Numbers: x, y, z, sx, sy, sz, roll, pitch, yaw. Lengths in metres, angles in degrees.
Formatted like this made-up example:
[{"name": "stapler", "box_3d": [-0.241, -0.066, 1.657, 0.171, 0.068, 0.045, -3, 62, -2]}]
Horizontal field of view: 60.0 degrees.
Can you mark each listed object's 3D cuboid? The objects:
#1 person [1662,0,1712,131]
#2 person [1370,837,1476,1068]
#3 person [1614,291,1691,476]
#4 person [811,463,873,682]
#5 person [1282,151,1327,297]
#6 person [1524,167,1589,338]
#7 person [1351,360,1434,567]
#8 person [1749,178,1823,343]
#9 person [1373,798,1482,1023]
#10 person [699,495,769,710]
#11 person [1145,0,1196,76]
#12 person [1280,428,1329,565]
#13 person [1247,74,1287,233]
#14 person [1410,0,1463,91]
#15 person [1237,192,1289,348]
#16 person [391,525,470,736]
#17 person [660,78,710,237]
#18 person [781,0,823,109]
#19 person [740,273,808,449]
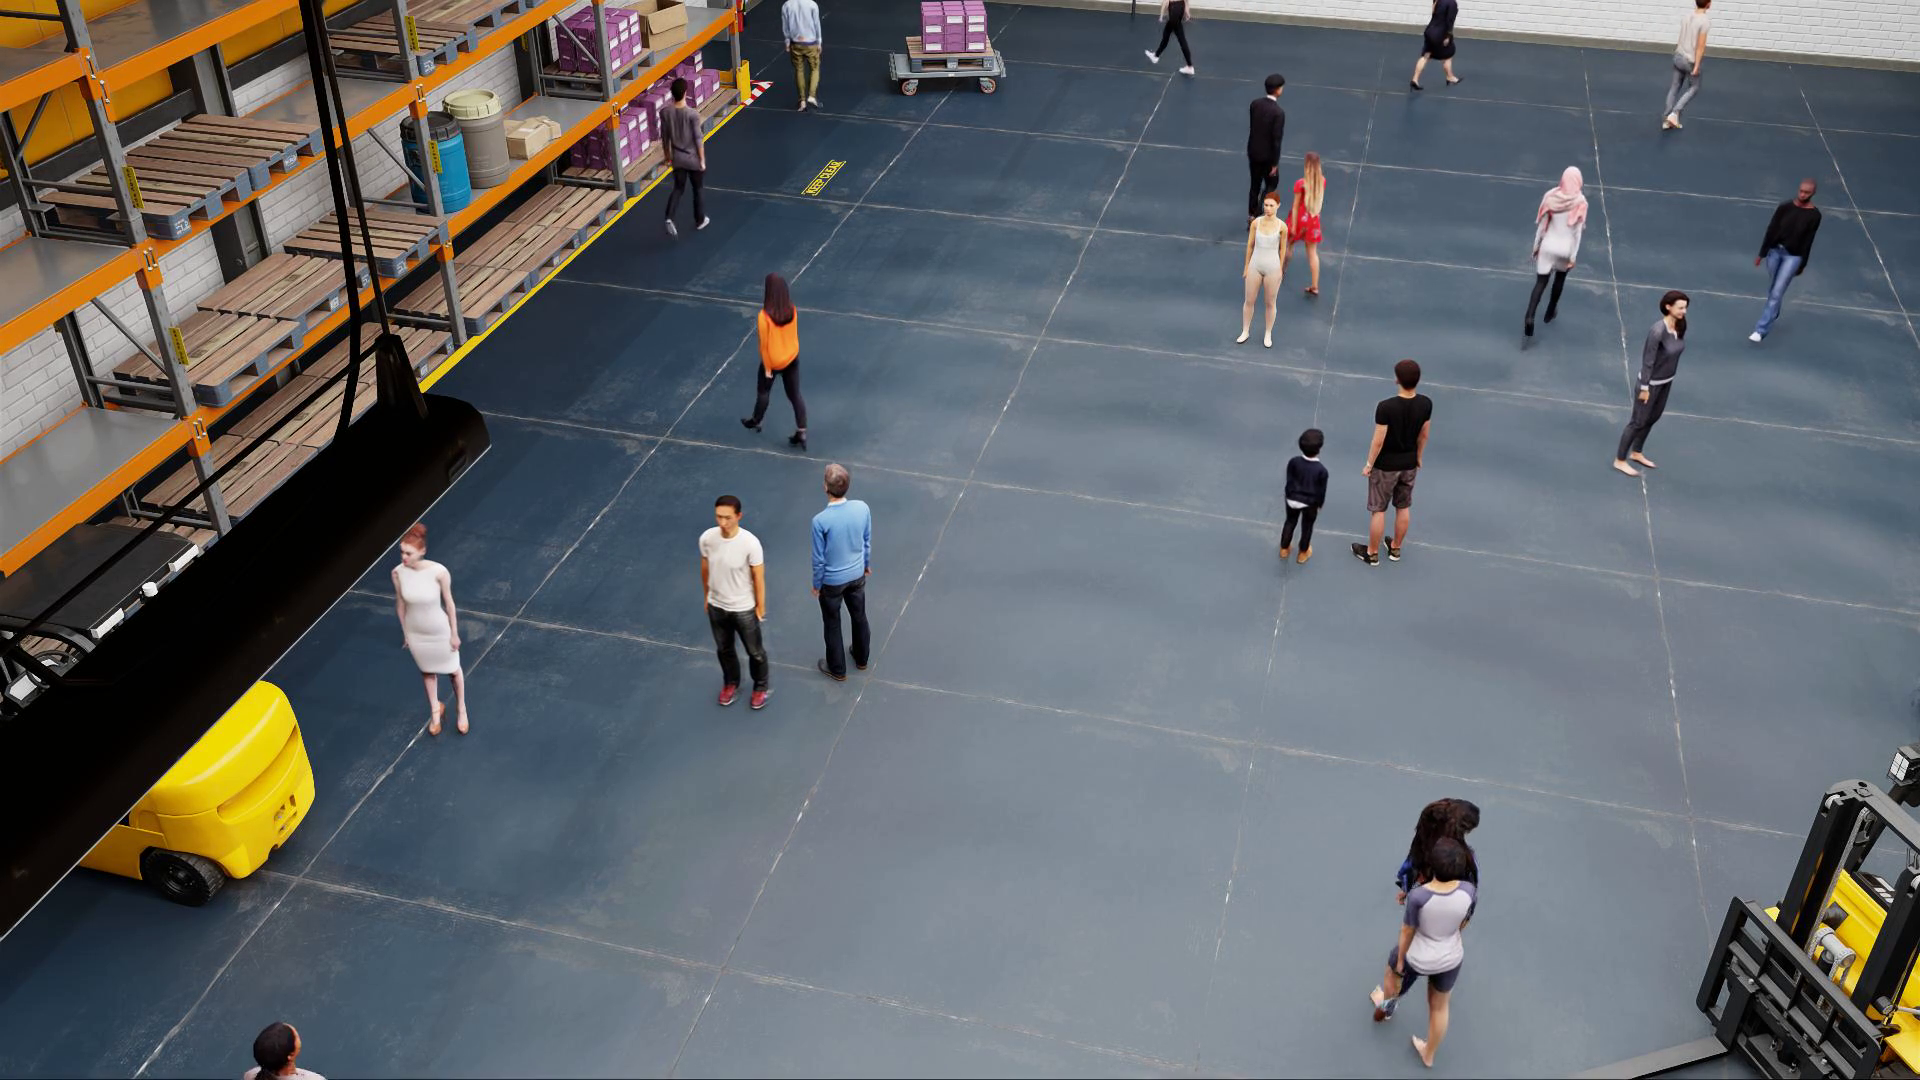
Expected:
[{"name": "person", "box_3d": [9.705, -6.424, 22.329, 0.869, 1.886, 0.807, -16, 37, -23]}, {"name": "person", "box_3d": [2.683, 2.374, 9.404, 0.715, 1.541, 0.876, -1, 34, -2]}, {"name": "person", "box_3d": [6.223, -1.429, 14.921, 0.638, 1.768, 0.739, -26, 41, -33]}, {"name": "person", "box_3d": [-0.881, 0.233, 12.374, 0.725, 1.819, 0.806, -21, 39, -28]}, {"name": "person", "box_3d": [3.801, -3.405, 18.096, 0.991, 1.544, 1.155, -12, 35, -17]}, {"name": "person", "box_3d": [6.140, -2.947, 17.201, 0.859, 1.772, 1.232, 18, 38, 25]}, {"name": "person", "box_3d": [3.567, -0.628, 13.636, 0.773, 1.858, 0.774, -9, 35, -13]}, {"name": "person", "box_3d": [8.562, -2.941, 17.251, 1.163, 1.706, 0.967, -28, 43, -36]}, {"name": "person", "box_3d": [2.716, 2.175, 9.671, 1.143, 1.577, 0.981, -28, 43, -35]}, {"name": "person", "box_3d": [-1.635, 0.433, 12.088, 0.614, 1.803, 0.527, 9, 35, 13]}, {"name": "person", "box_3d": [3.238, -7.656, 24.361, 1.198, 1.688, 1.085, -28, 43, -35]}, {"name": "person", "box_3d": [2.849, -0.365, 13.814, 0.546, 1.221, 0.543, 18, 37, 25]}, {"name": "person", "box_3d": [3.475, -4.485, 19.433, 0.874, 1.862, 0.842, -24, 41, -32]}, {"name": "person", "box_3d": [6.743, -7.157, 23.677, 1.149, 1.615, 1.168, -12, 35, -17]}, {"name": "person", "box_3d": [3.126, -2.788, 17.077, 0.553, 1.644, 0.479, 10, 35, 15]}, {"name": "person", "box_3d": [-3.732, 0.651, 11.771, 0.605, 1.792, 0.556, 1, 34, 2]}, {"name": "person", "box_3d": [-3.228, -4.418, 19.360, 0.708, 1.832, 1.006, 11, 35, 15]}, {"name": "person", "box_3d": [-2.166, -6.861, 23.058, 0.750, 1.807, 0.822, 2, 34, 4]}, {"name": "person", "box_3d": [-1.584, -1.603, 15.225, 0.959, 1.722, 1.010, 26, 42, 33]}]
